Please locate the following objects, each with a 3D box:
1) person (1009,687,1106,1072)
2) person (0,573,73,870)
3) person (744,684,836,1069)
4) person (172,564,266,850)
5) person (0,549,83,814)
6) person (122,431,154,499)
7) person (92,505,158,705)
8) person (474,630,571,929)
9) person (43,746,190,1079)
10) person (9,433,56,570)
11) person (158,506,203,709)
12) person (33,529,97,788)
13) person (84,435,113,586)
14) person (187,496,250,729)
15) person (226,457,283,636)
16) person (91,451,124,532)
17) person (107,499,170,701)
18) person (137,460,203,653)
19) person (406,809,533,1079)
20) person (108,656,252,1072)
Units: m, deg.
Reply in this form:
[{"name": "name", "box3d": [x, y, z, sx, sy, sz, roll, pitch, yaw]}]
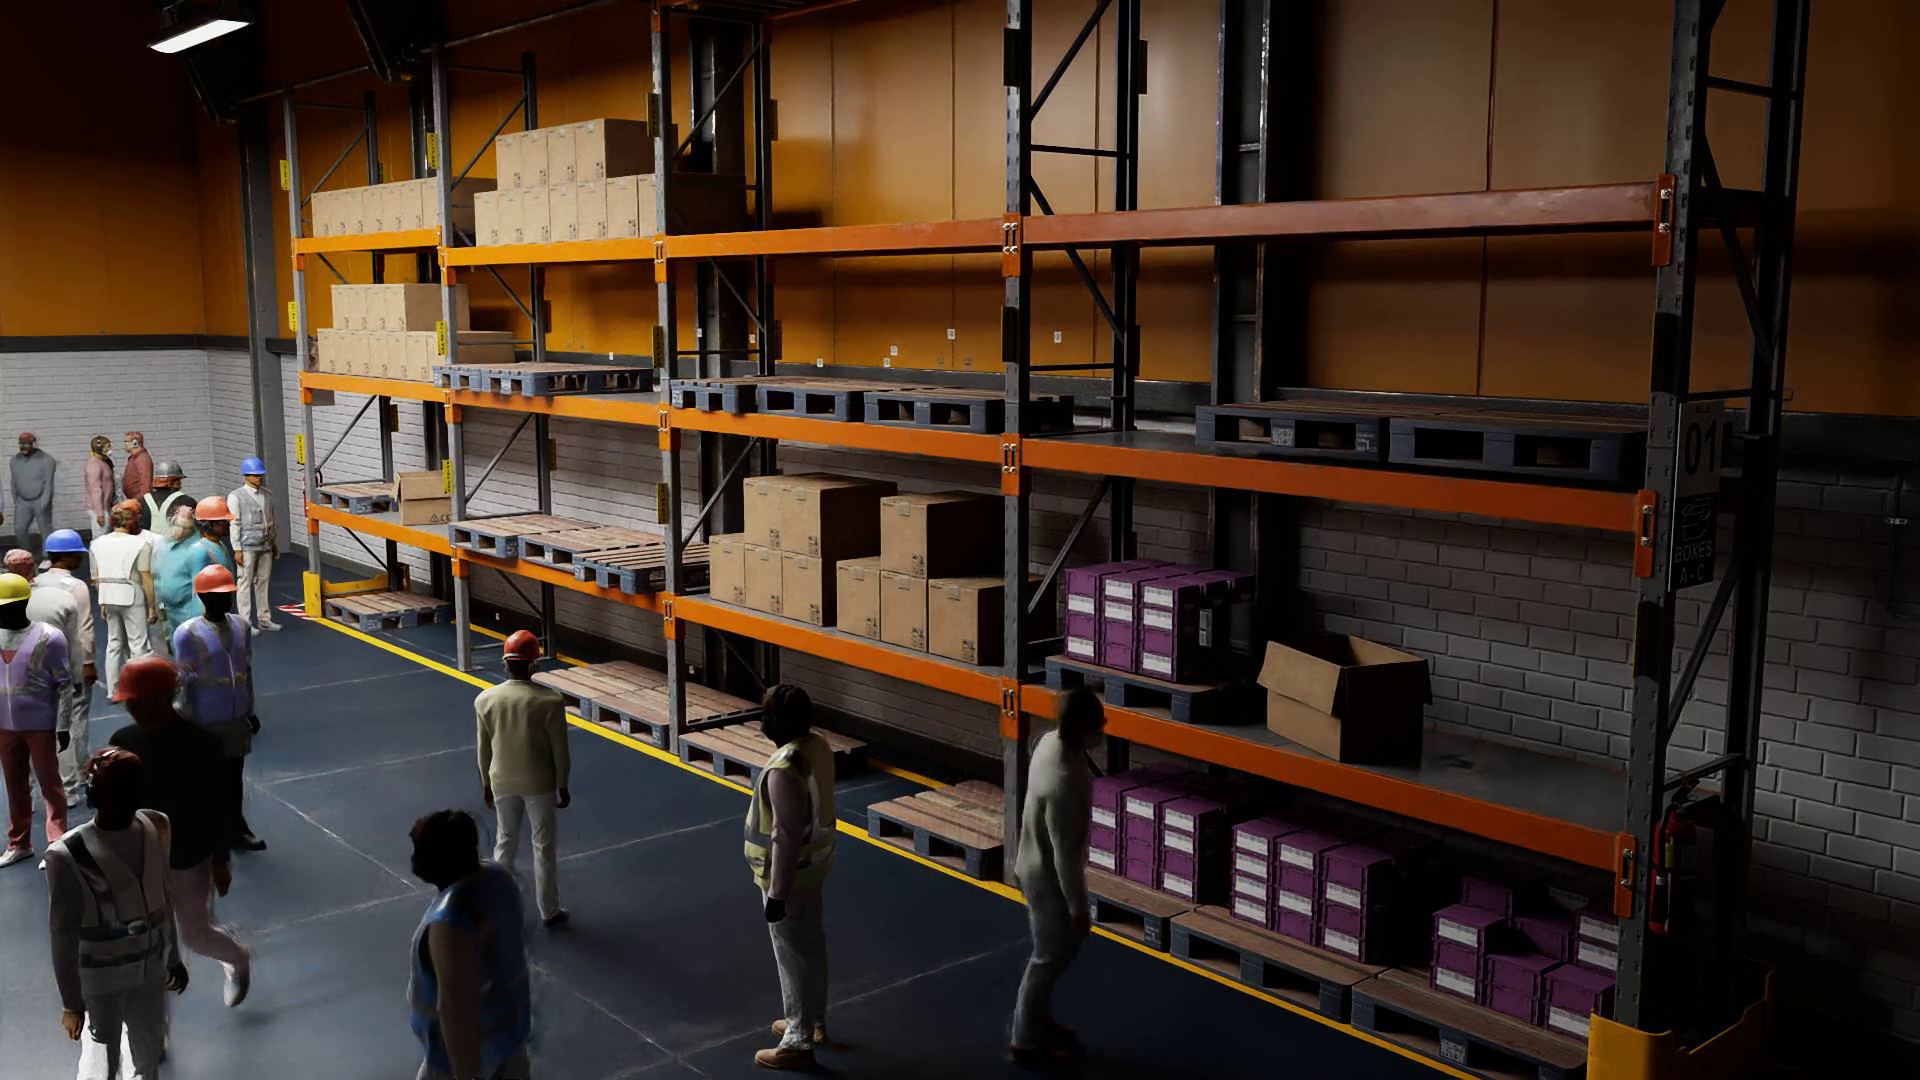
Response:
[{"name": "person", "box3d": [0.451, 1.593, 7.776, 0.484, 1.894, 0.669, 0, 8, 2]}, {"name": "person", "box3d": [-6.005, 1.161, 10.671, 0.595, 1.925, 0.373, 1, 8, 6]}, {"name": "person", "box3d": [-0.813, 1.593, 7.961, 0.429, 1.841, 0.633, 1, 8, 10]}, {"name": "person", "box3d": [-4.838, 1.121, 10.895, 0.347, 1.943, 0.544, 4, 9, 28]}, {"name": "person", "box3d": [-6.610, 1.009, 11.846, 0.663, 1.898, 0.398, -6, 10, -35]}, {"name": "person", "box3d": [-11.040, -0.513, 22.372, 0.400, 1.910, 0.643, -5, 9, -29]}, {"name": "person", "box3d": [-7.518, 0.590, 14.969, 0.562, 1.835, 0.386, 2, 8, 12]}, {"name": "person", "box3d": [-2.536, 1.392, 9.717, 0.565, 1.742, 0.355, 2, 8, 11]}, {"name": "person", "box3d": [-3.374, 1.753, 6.702, 0.337, 1.882, 0.584, 3, 9, 20]}, {"name": "person", "box3d": [-12.514, -0.498, 22.370, 0.643, 1.873, 0.810, 0, 8, -3]}, {"name": "person", "box3d": [-6.836, 0.621, 14.631, 0.742, 1.876, 0.395, 6, 10, 34]}, {"name": "person", "box3d": [-6.721, 0.886, 12.519, 0.605, 1.944, 0.403, 4, 9, 26]}, {"name": "person", "box3d": [-11.032, -0.378, 21.367, 0.373, 1.931, 0.626, -3, 9, -20]}, {"name": "person", "box3d": [-6.145, 0.654, 13.785, 0.378, 2.045, 0.605, -1, 8, -10]}, {"name": "person", "box3d": [-7.717, 0.065, 18.213, 0.389, 1.949, 0.604, 3, 9, 23]}, {"name": "person", "box3d": [-11.149, -0.330, 21.713, 0.491, 1.732, 0.324, 2, 8, 11]}, {"name": "person", "box3d": [-7.448, 0.555, 15.103, 0.589, 1.872, 0.373, 1, 8, 5]}, {"name": "person", "box3d": [-8.071, 0.181, 17.089, 0.678, 2.000, 0.536, 0, 8, 3]}, {"name": "person", "box3d": [-1.926, 1.869, 6.223, 0.966, 1.792, 0.639, 1, 8, 8]}, {"name": "person", "box3d": [-3.835, 1.515, 8.120, 0.638, 1.952, 0.826, 1, 8, 8]}]
